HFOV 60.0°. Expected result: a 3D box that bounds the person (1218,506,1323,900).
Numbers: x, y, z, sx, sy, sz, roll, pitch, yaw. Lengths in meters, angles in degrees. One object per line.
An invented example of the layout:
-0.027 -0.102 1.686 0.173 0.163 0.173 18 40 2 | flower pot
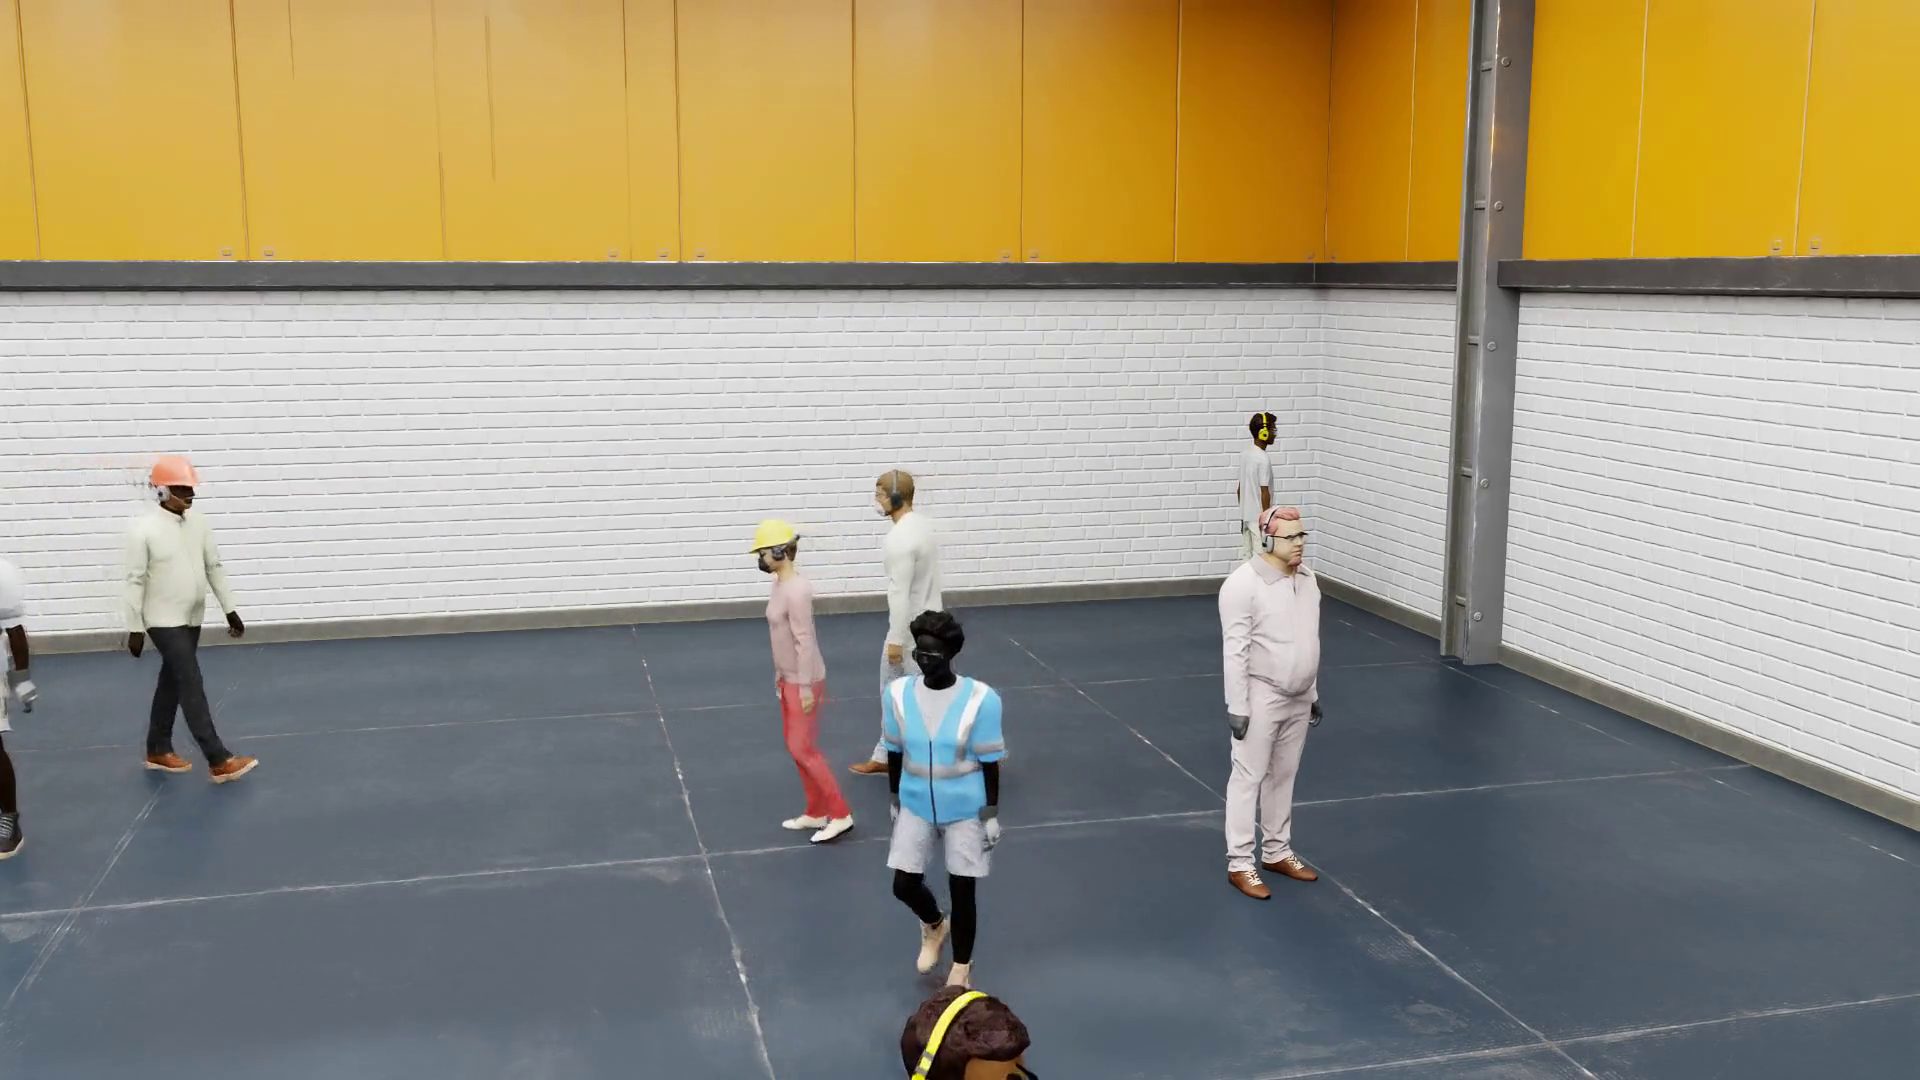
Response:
1.559 0.779 8.170 0.639 1.910 0.406 -7 12 -39 | person

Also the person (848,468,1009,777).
-0.182 0.519 9.846 0.927 1.905 0.625 1 9 3 | person

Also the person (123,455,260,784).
-4.580 0.470 9.964 0.969 1.948 0.629 2 9 11 | person

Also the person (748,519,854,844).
-0.883 0.745 8.945 0.481 1.733 0.552 -3 9 -15 | person

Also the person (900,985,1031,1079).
-0.012 1.660 3.006 0.997 1.805 0.529 7 12 38 | person

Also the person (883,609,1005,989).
-0.061 1.102 6.855 0.544 1.688 0.399 3 10 19 | person

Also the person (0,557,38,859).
-5.226 0.679 8.711 0.832 1.940 0.584 1 9 6 | person

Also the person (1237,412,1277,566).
2.526 -0.151 14.097 0.310 1.869 0.532 -2 9 -14 | person
